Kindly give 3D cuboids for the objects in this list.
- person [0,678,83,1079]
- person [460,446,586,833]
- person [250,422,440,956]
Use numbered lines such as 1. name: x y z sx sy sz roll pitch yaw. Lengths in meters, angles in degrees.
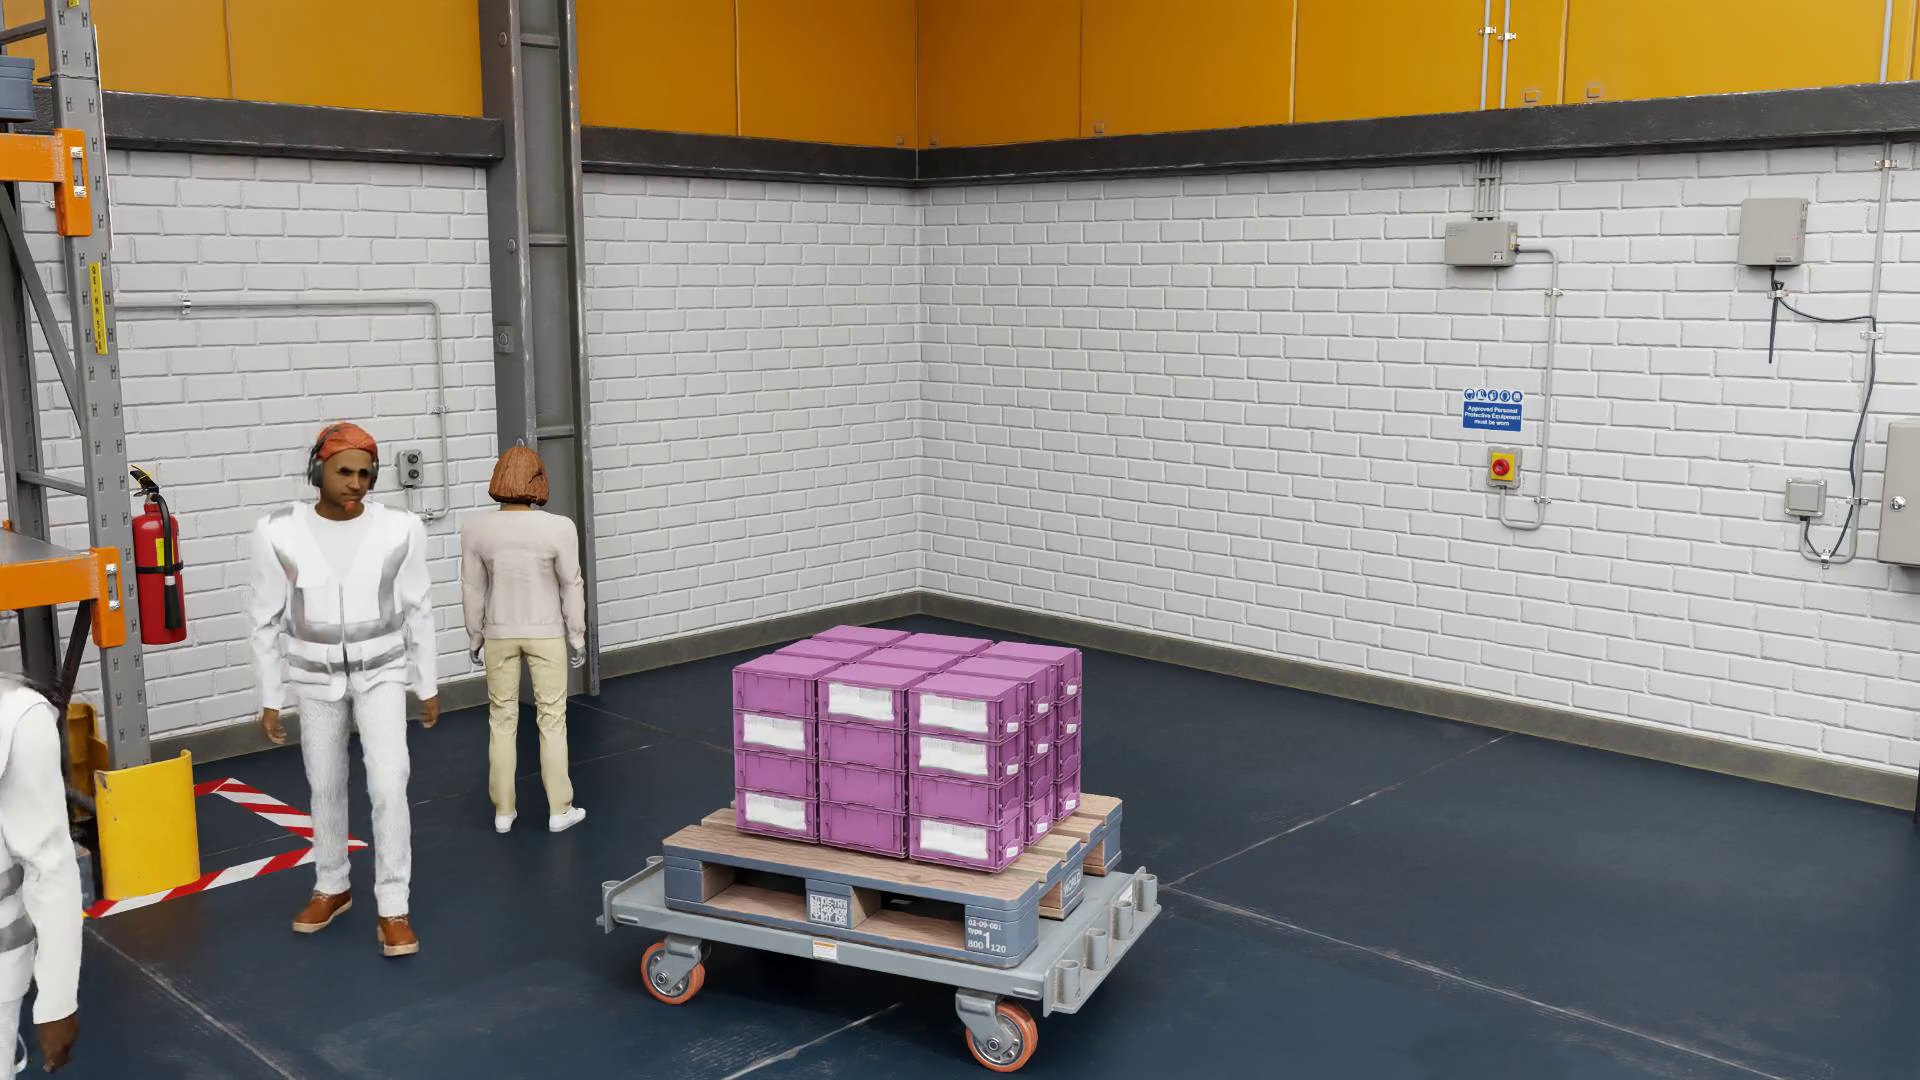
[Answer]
1. person: -2.071 0.888 3.420 0.614 1.865 0.509 2 9 10
2. person: -1.820 0.421 6.975 0.507 1.633 0.276 0 9 1
3. person: -2.134 0.509 5.811 0.598 1.845 0.647 -3 10 -16
